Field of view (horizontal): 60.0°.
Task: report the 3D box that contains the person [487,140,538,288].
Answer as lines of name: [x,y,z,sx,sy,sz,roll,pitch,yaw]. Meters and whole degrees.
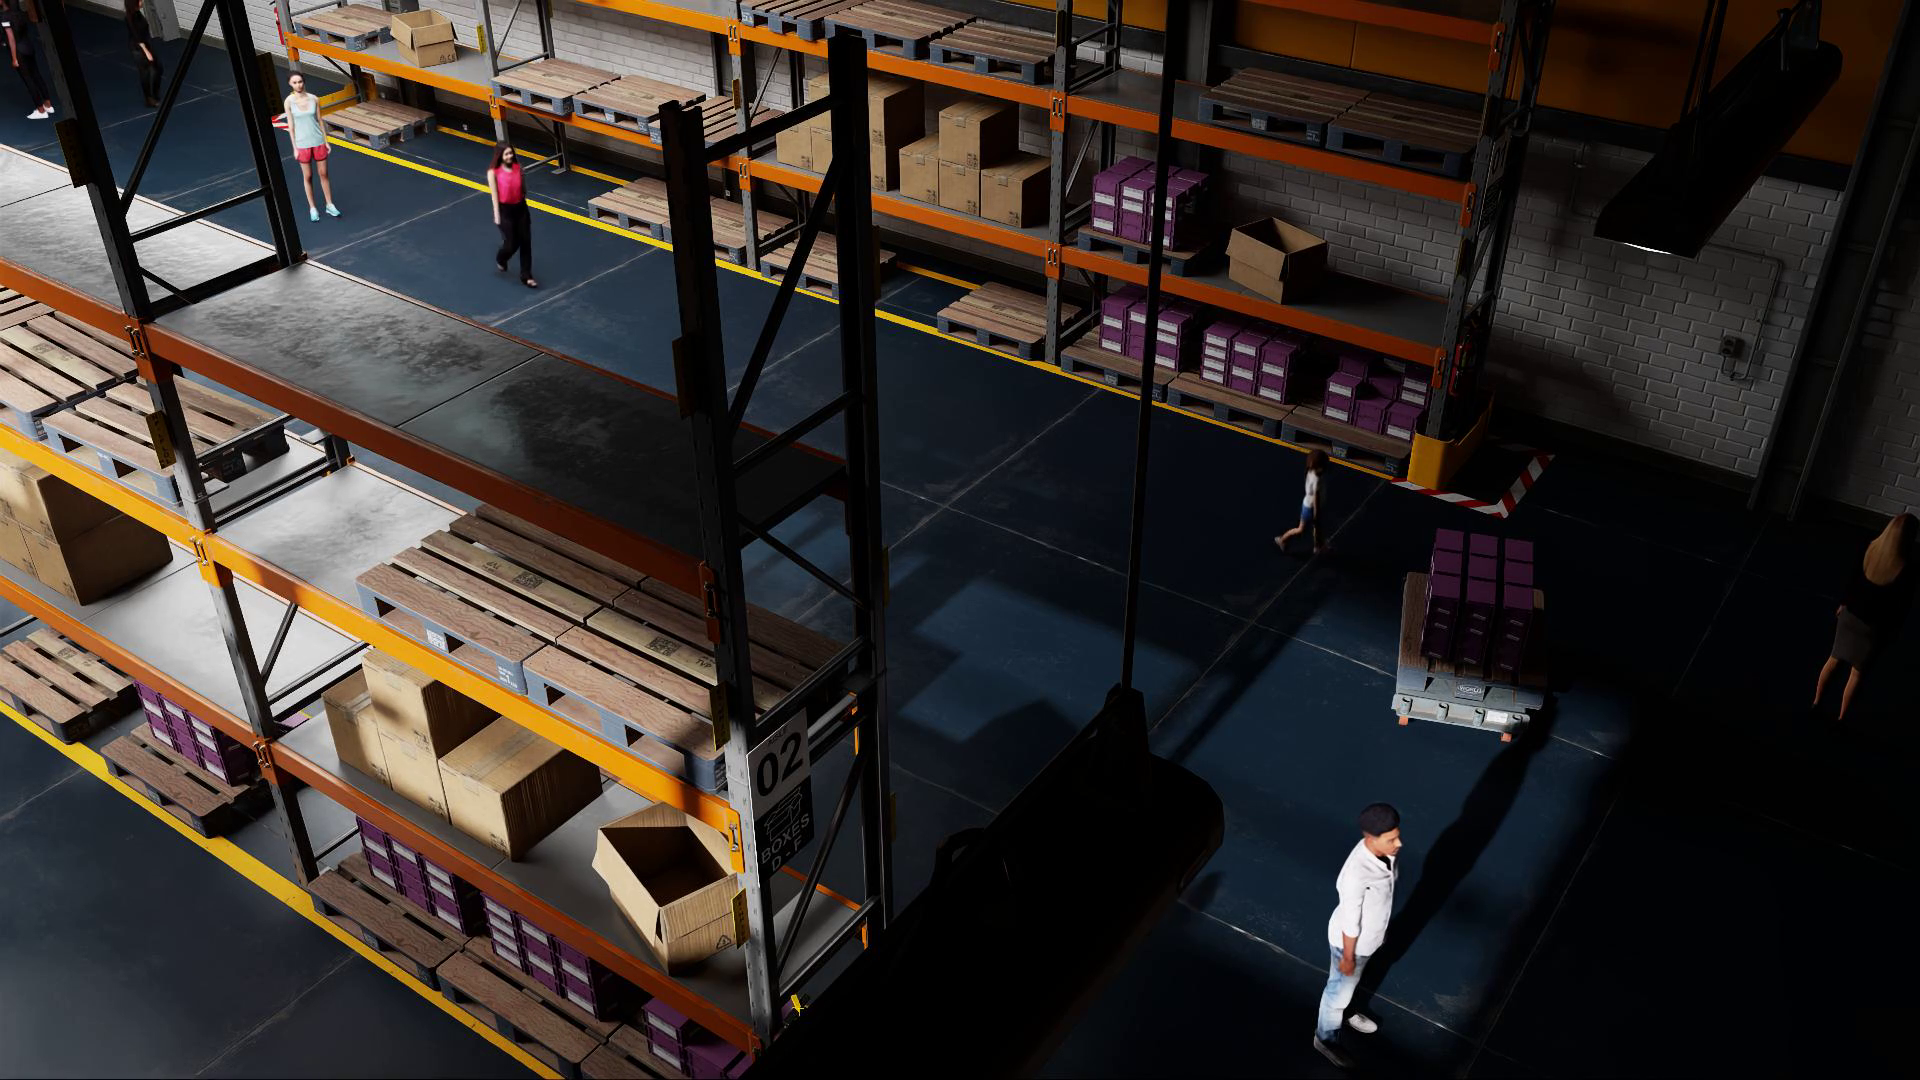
person: [-4.908,-3.546,18.079,0.806,1.645,0.651,27,42,35]

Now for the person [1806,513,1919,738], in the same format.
person: [6.341,0.599,11.666,0.704,1.841,0.563,-26,41,-33]

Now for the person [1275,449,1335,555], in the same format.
person: [2.877,-0.305,13.781,0.773,1.005,0.602,6,34,9]

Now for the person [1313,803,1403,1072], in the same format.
person: [2.235,2.171,9.324,0.563,1.816,0.629,20,39,28]

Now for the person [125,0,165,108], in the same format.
person: [-11.352,-6.735,22.903,0.731,1.616,0.686,0,34,0]

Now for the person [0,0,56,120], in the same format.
person: [-12.757,-6.619,22.627,0.717,1.729,0.698,1,34,2]

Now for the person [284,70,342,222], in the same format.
person: [-7.685,-4.670,19.662,0.676,1.764,0.693,-20,39,-28]
